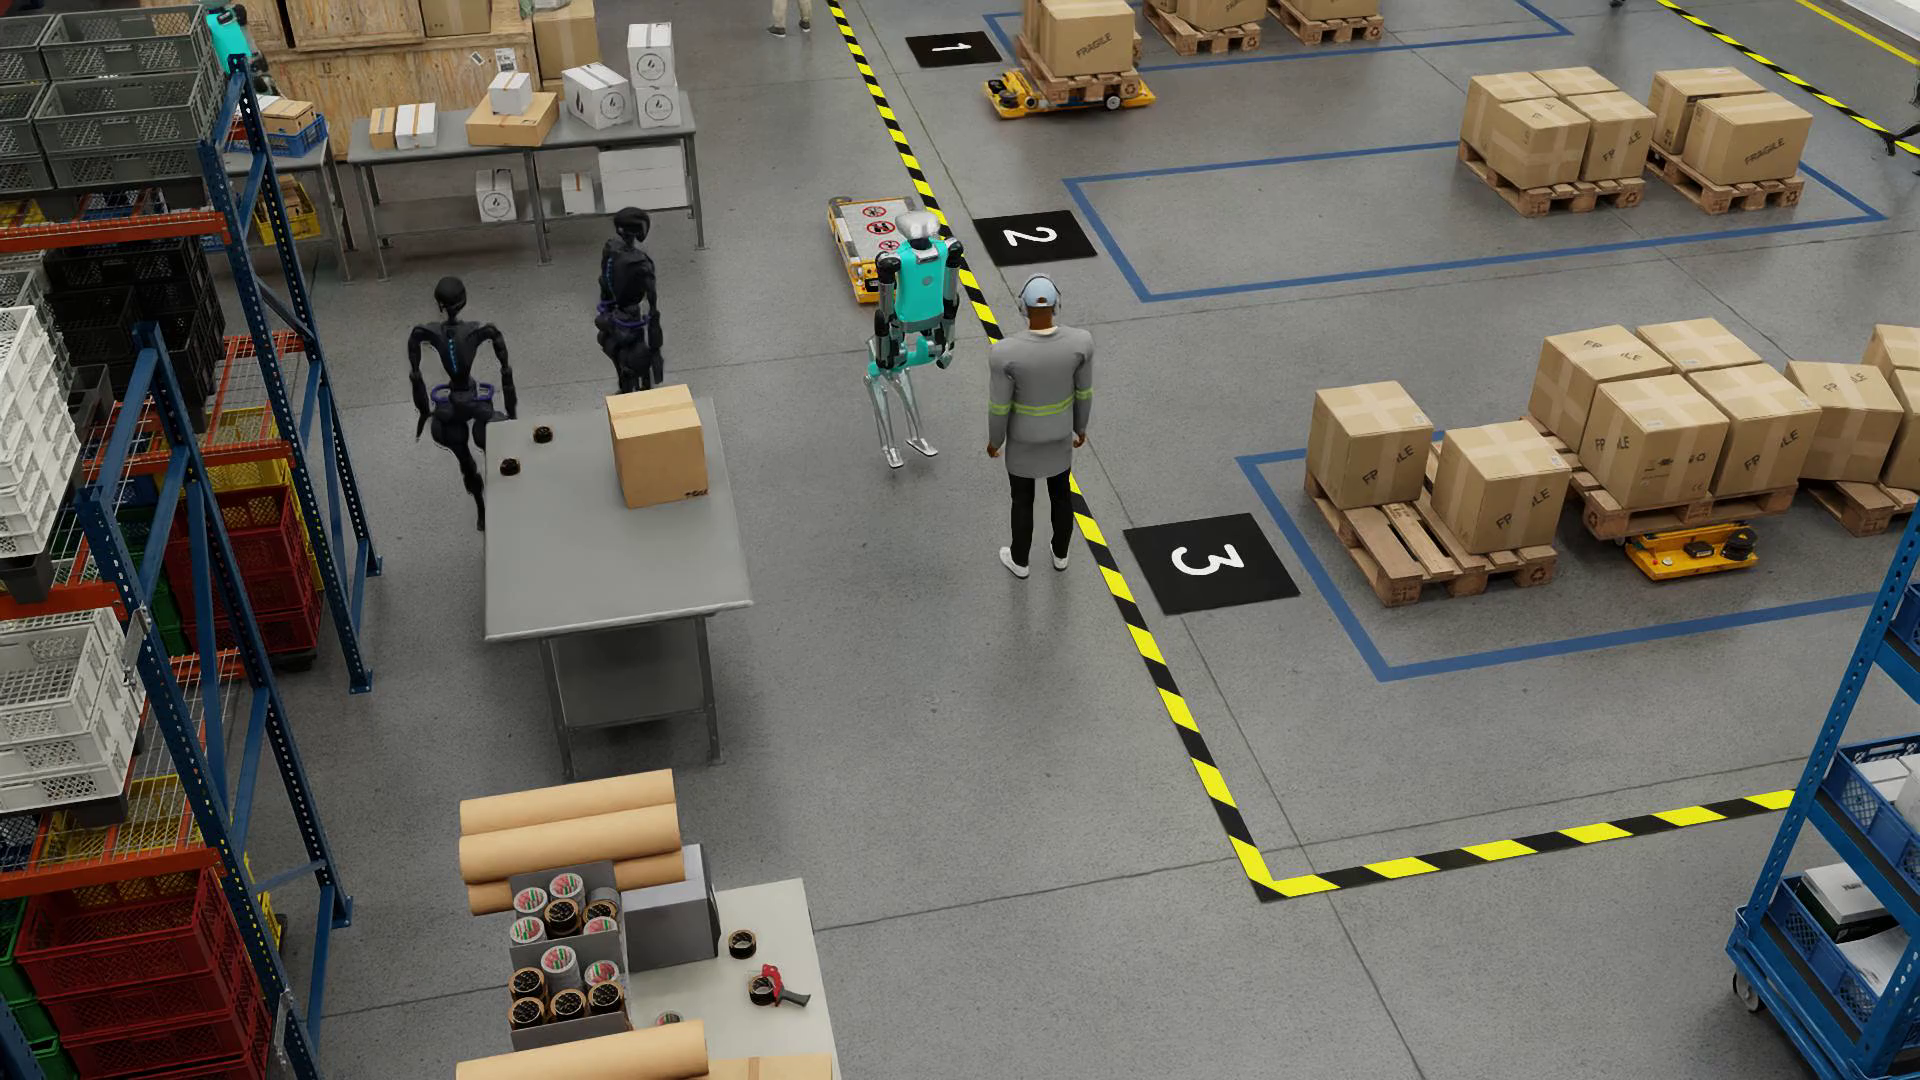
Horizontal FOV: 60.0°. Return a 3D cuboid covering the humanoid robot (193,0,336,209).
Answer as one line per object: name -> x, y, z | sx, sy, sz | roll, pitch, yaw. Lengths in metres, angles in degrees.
humanoid robot -> -5.253, -3.322, 12.799 | 0.864, 1.781, 0.601 | 11, 38, 15

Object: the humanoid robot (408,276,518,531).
humanoid robot -> -2.779, -0.673, 9.297 | 0.595, 1.637, 0.609 | -4, 37, -6

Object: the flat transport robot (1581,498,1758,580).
flat transport robot -> 4.062, -0.294, 9.926 | 0.652, 0.197, 1.431 | -8, 37, -10

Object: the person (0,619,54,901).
person -> -4.180, 0.832, 7.130 | 0.617, 1.836, 0.431 | -22, 42, -27

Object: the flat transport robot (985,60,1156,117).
flat transport robot -> 0.992, -4.092, 15.030 | 1.431, 0.197, 0.652 | -8, 37, -10

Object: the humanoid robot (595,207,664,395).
humanoid robot -> -2.015, -1.241, 10.044 | 0.612, 1.634, 0.410 | 31, 46, 34

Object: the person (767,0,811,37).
person -> -1.690, -5.756, 16.031 | 0.563, 1.770, 0.396 | -19, 41, -24

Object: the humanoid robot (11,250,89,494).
humanoid robot -> -5.283, -0.934, 9.647 | 0.408, 1.646, 0.588 | -8, 37, -11

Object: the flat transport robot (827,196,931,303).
flat transport robot -> -0.570, -2.220, 12.538 | 0.659, 0.231, 1.431 | -8, 37, -10

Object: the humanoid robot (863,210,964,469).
humanoid robot -> -0.349, -1.254, 9.896 | 0.533, 1.677, 0.735 | -18, 40, -23

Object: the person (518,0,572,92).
person -> -3.481, -4.469, 14.164 | 0.412, 1.939, 0.602 | 23, 42, 28

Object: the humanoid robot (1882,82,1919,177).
humanoid robot -> 7.970, -3.783, 13.495 | 0.608, 1.650, 0.729 | -14, 39, -18

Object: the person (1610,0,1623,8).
person -> 6.870, -6.332, 16.751 | 0.604, 1.833, 0.972 | 9, 38, 12

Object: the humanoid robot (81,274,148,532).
humanoid robot -> -4.985, -0.780, 9.420 | 0.629, 1.849, 0.544 | 12, 38, 16

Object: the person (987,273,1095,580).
person -> 0.421, -0.610, 9.051 | 0.588, 1.847, 0.396 | -9, 38, -12
